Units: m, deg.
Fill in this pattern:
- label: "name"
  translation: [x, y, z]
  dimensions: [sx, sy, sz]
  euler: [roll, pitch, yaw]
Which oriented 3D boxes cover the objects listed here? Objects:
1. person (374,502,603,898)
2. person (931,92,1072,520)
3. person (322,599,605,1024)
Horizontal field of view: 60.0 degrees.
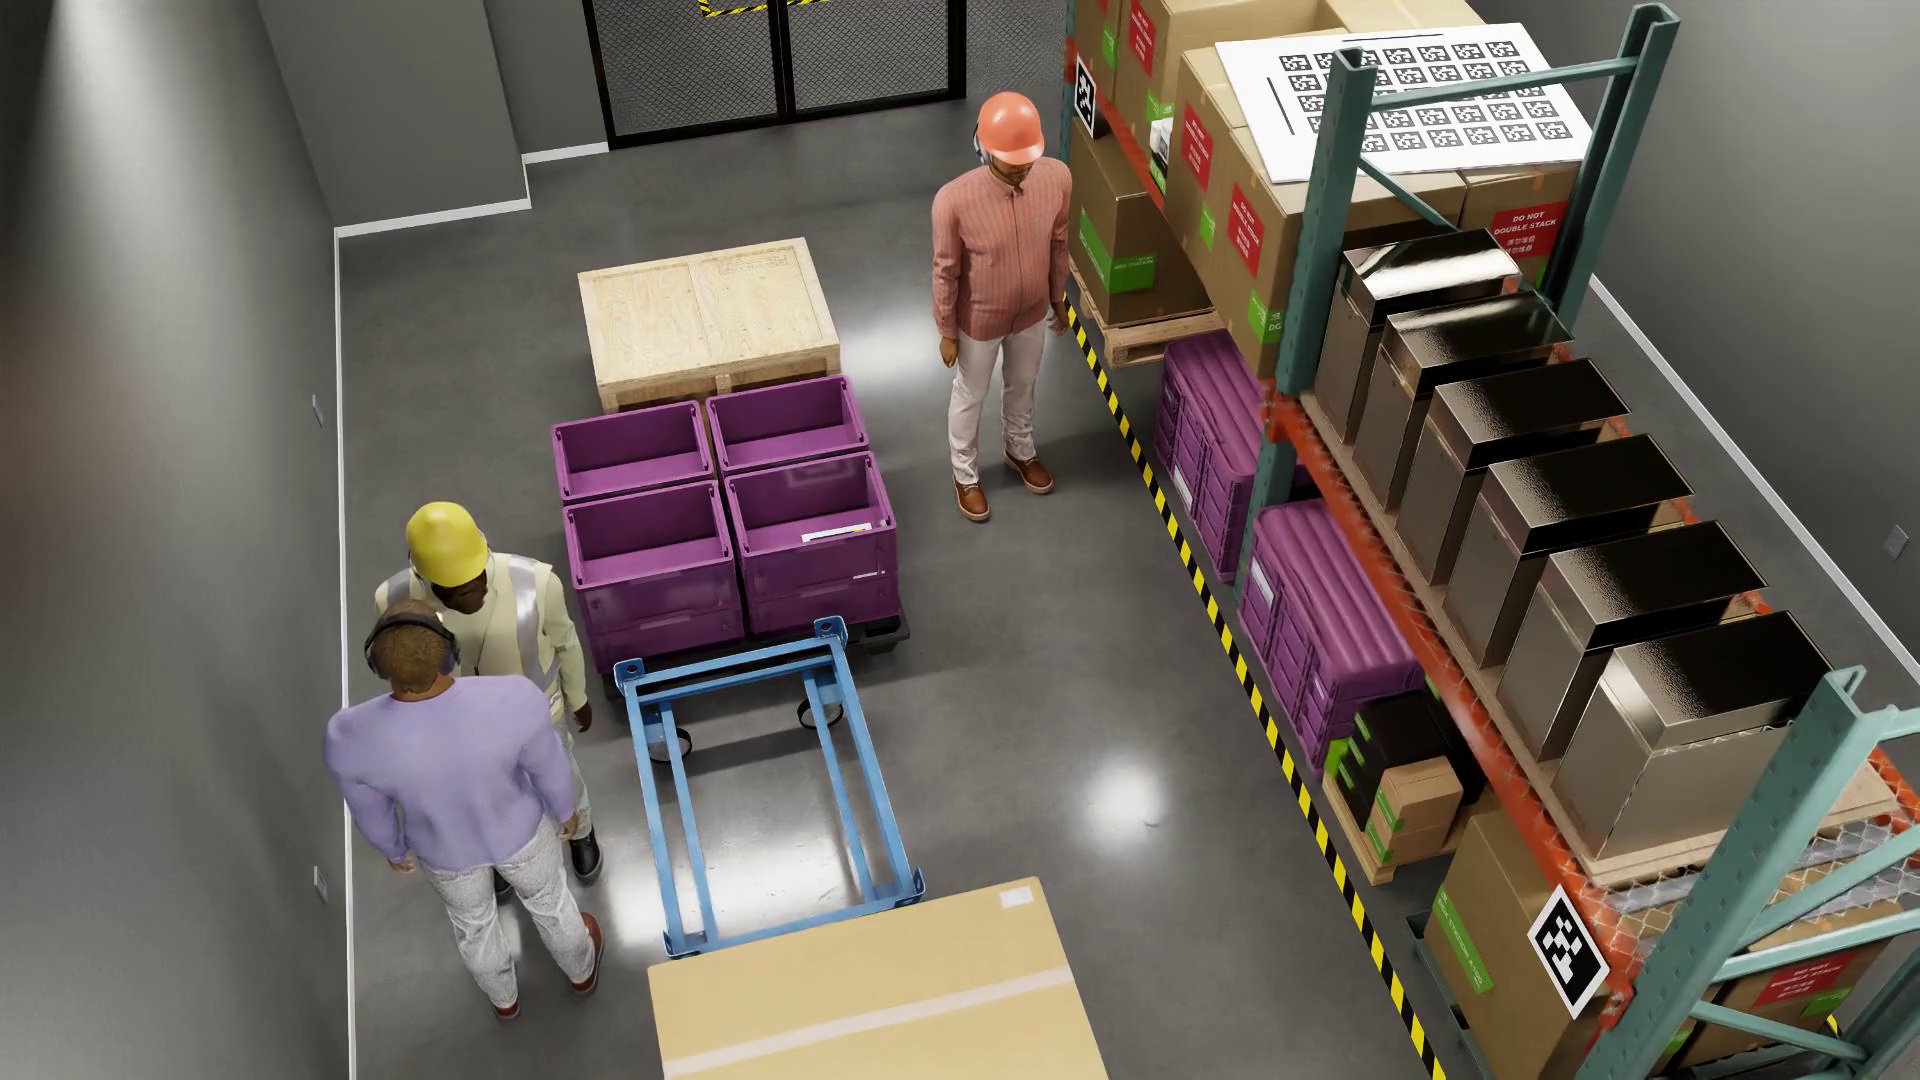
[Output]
- label: "person"
  translation: [-1.515, 0.546, 5.452]
  dimensions: [0.602, 1.836, 0.404]
  euler: [-9, 48, -8]
- label: "person"
  translation: [0.176, -0.924, 6.698]
  dimensions: [0.612, 1.995, 0.382]
  euler: [-22, 51, -19]
- label: "person"
  translation: [-1.476, 0.875, 5.083]
  dimensions: [0.629, 1.939, 0.374]
  euler: [-12, 49, -11]
